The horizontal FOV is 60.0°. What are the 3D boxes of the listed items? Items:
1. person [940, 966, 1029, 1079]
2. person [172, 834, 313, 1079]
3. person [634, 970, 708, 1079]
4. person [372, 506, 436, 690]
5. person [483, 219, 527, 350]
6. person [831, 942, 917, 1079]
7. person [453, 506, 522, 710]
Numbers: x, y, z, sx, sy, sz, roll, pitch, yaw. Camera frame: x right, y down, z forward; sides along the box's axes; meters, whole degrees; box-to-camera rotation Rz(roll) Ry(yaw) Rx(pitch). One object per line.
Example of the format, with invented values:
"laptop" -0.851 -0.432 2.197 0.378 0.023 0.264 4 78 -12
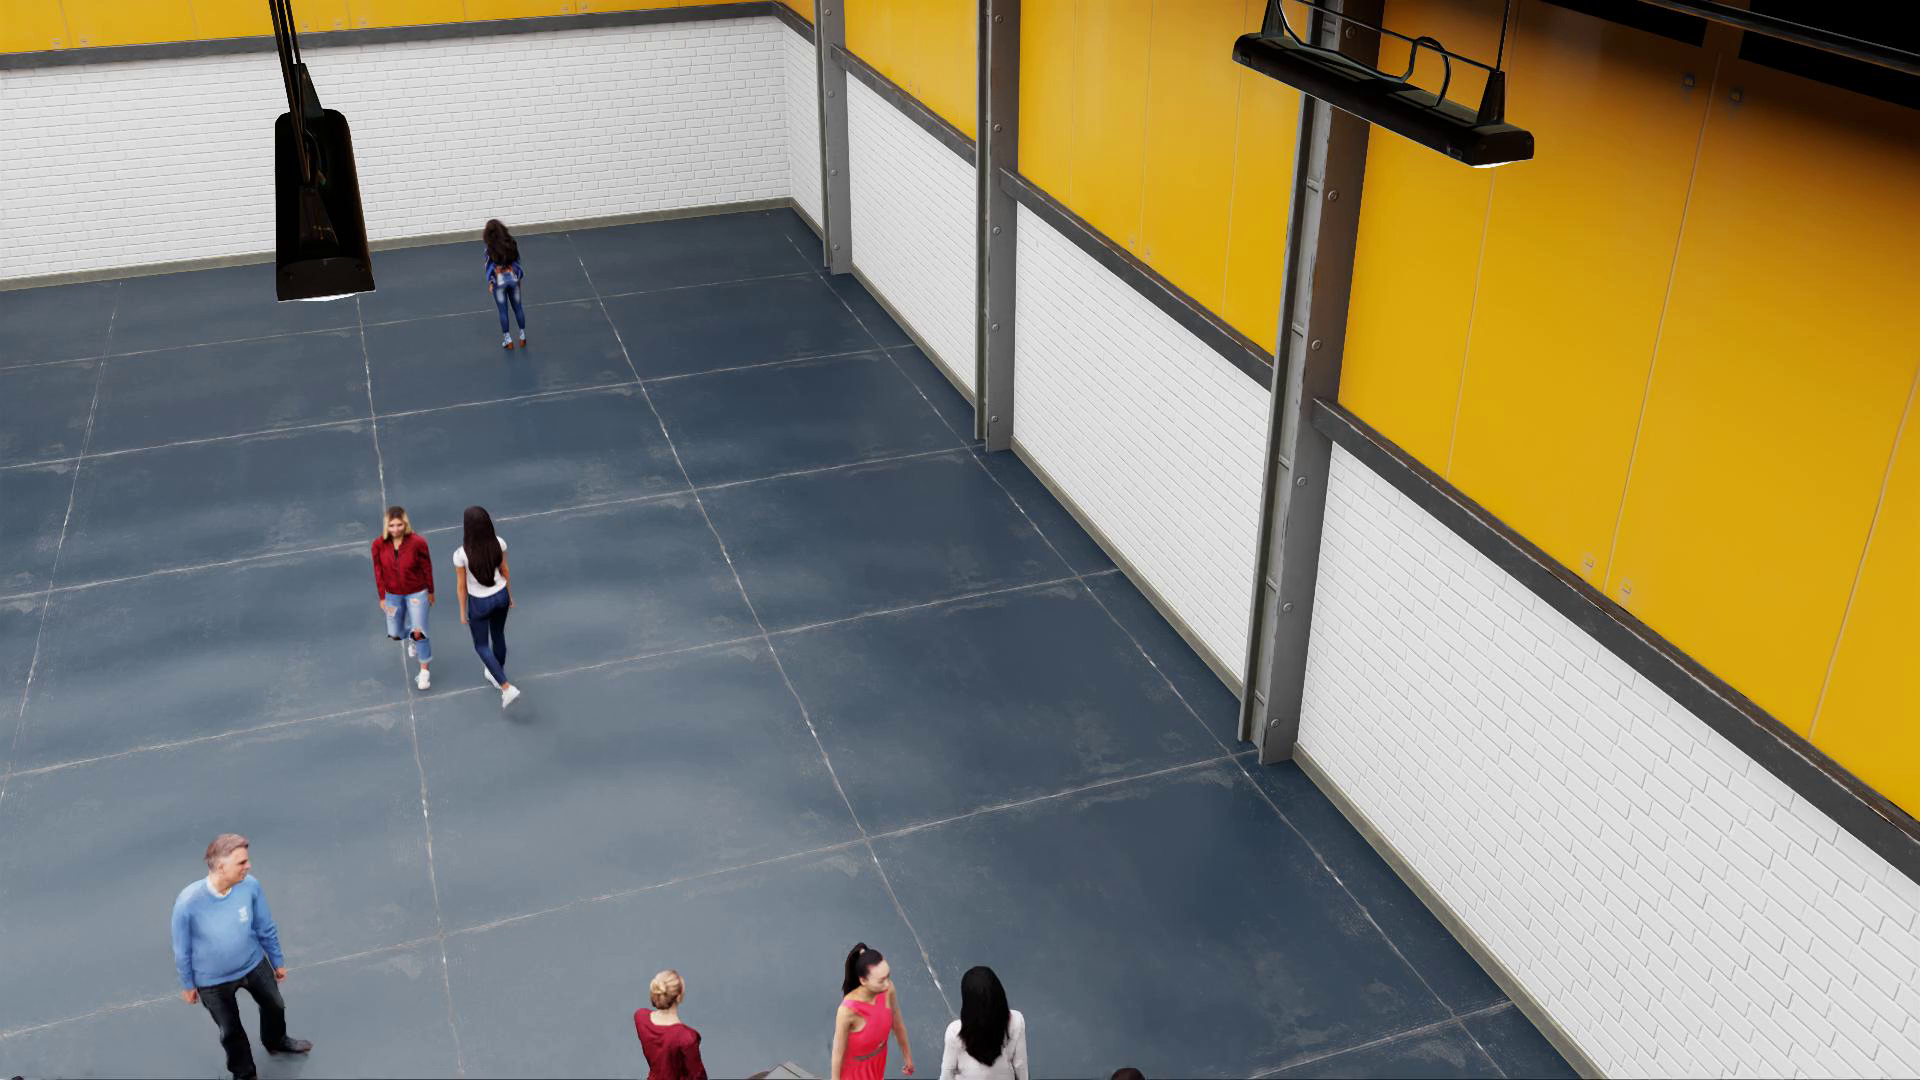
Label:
"person" 0.145 3.027 8.873 0.618 1.653 1.105 -9 30 -16
"person" -4.294 2.506 9.699 0.843 1.777 0.751 -11 31 -20
"person" -1.559 3.027 8.861 1.055 1.665 1.103 14 32 24
"person" -4.547 0.423 13.684 0.727 1.618 0.904 -3 29 -6
"person" -5.508 -3.116 20.166 0.636 1.625 0.595 -15 32 -25
"person" -0.590 2.869 9.119 1.044 1.696 0.892 21 35 34
"person" -3.746 0.551 13.304 0.842 1.758 1.087 -23 36 -35
